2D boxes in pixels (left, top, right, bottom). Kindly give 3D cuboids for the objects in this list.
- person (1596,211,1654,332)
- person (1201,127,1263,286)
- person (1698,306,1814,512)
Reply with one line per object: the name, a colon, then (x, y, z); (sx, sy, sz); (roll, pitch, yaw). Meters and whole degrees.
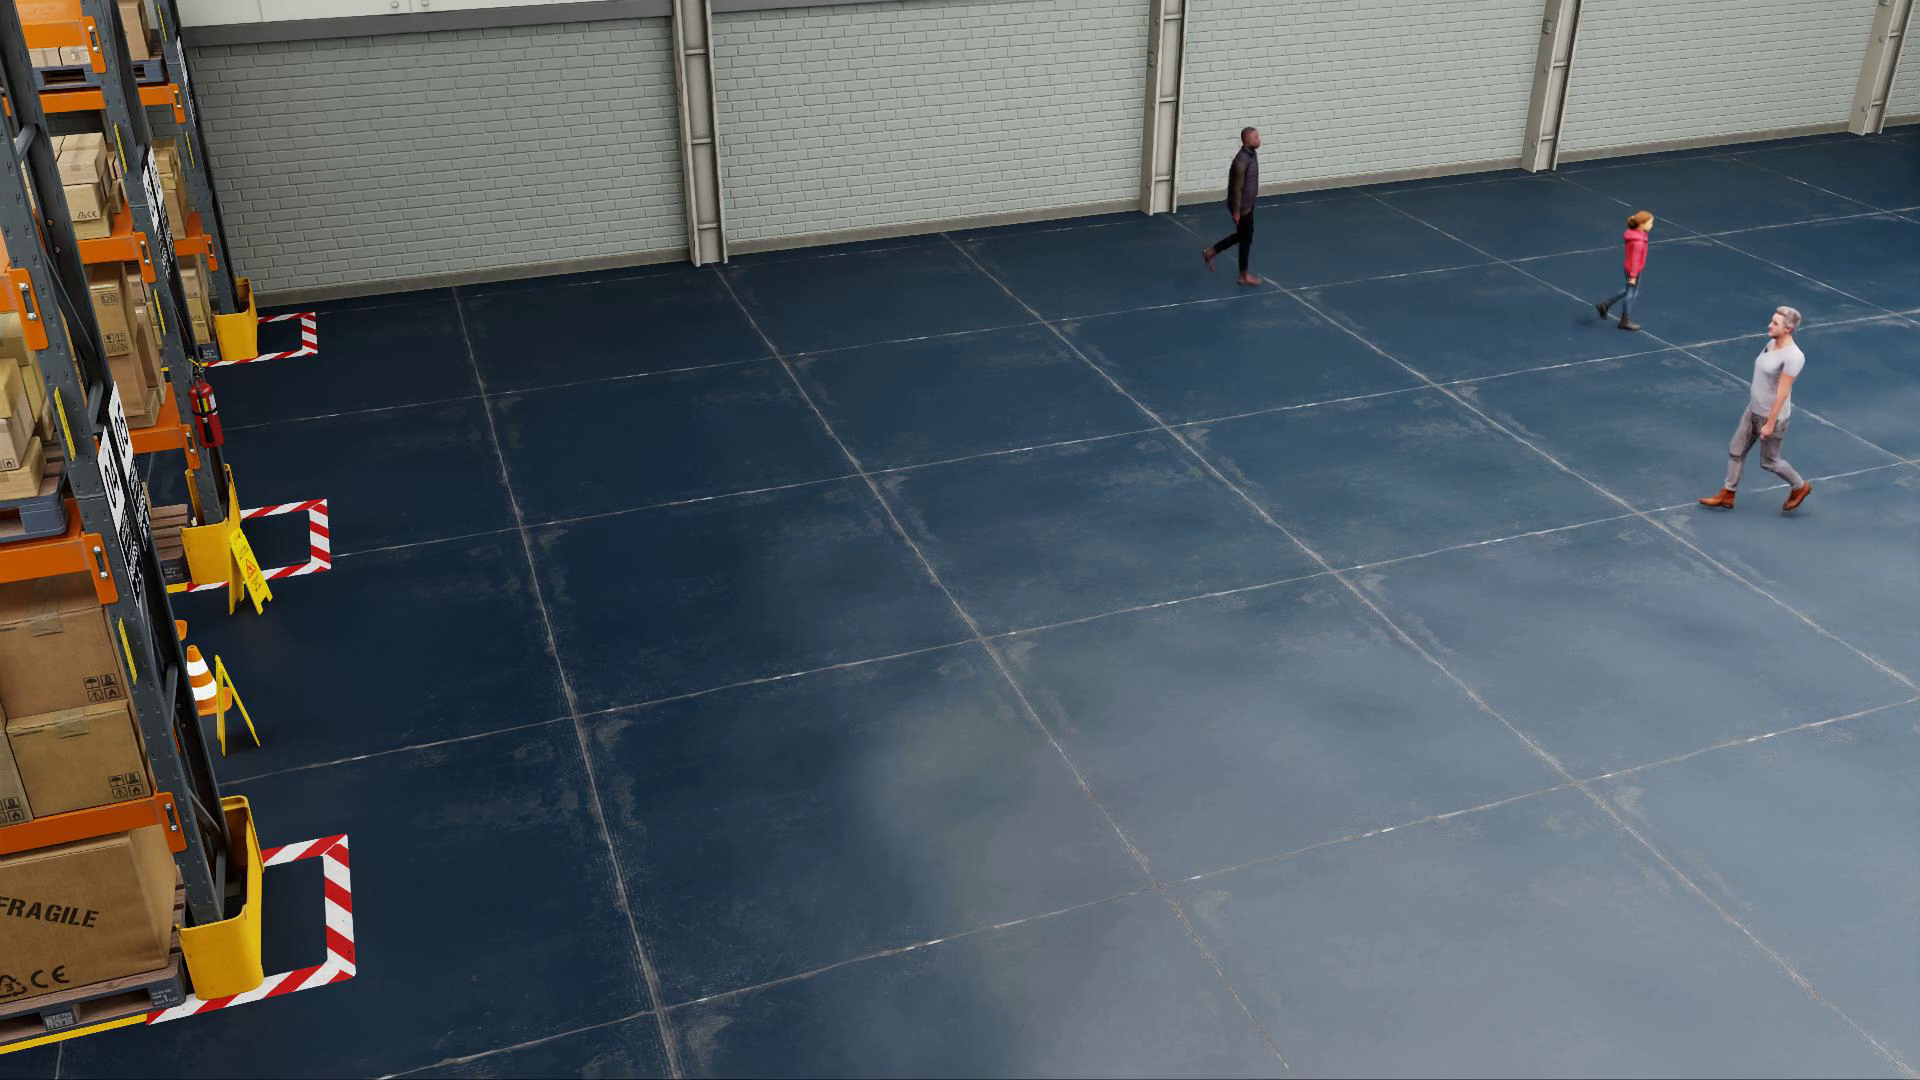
person: (7.127, -2.887, 17.790); (0.811, 1.307, 0.722); (8, 29, 14)
person: (3.156, -3.816, 18.986); (1.126, 1.823, 1.052); (11, 30, 20)
person: (6.793, -1.038, 13.788); (1.212, 1.806, 0.940); (0, 28, 0)
